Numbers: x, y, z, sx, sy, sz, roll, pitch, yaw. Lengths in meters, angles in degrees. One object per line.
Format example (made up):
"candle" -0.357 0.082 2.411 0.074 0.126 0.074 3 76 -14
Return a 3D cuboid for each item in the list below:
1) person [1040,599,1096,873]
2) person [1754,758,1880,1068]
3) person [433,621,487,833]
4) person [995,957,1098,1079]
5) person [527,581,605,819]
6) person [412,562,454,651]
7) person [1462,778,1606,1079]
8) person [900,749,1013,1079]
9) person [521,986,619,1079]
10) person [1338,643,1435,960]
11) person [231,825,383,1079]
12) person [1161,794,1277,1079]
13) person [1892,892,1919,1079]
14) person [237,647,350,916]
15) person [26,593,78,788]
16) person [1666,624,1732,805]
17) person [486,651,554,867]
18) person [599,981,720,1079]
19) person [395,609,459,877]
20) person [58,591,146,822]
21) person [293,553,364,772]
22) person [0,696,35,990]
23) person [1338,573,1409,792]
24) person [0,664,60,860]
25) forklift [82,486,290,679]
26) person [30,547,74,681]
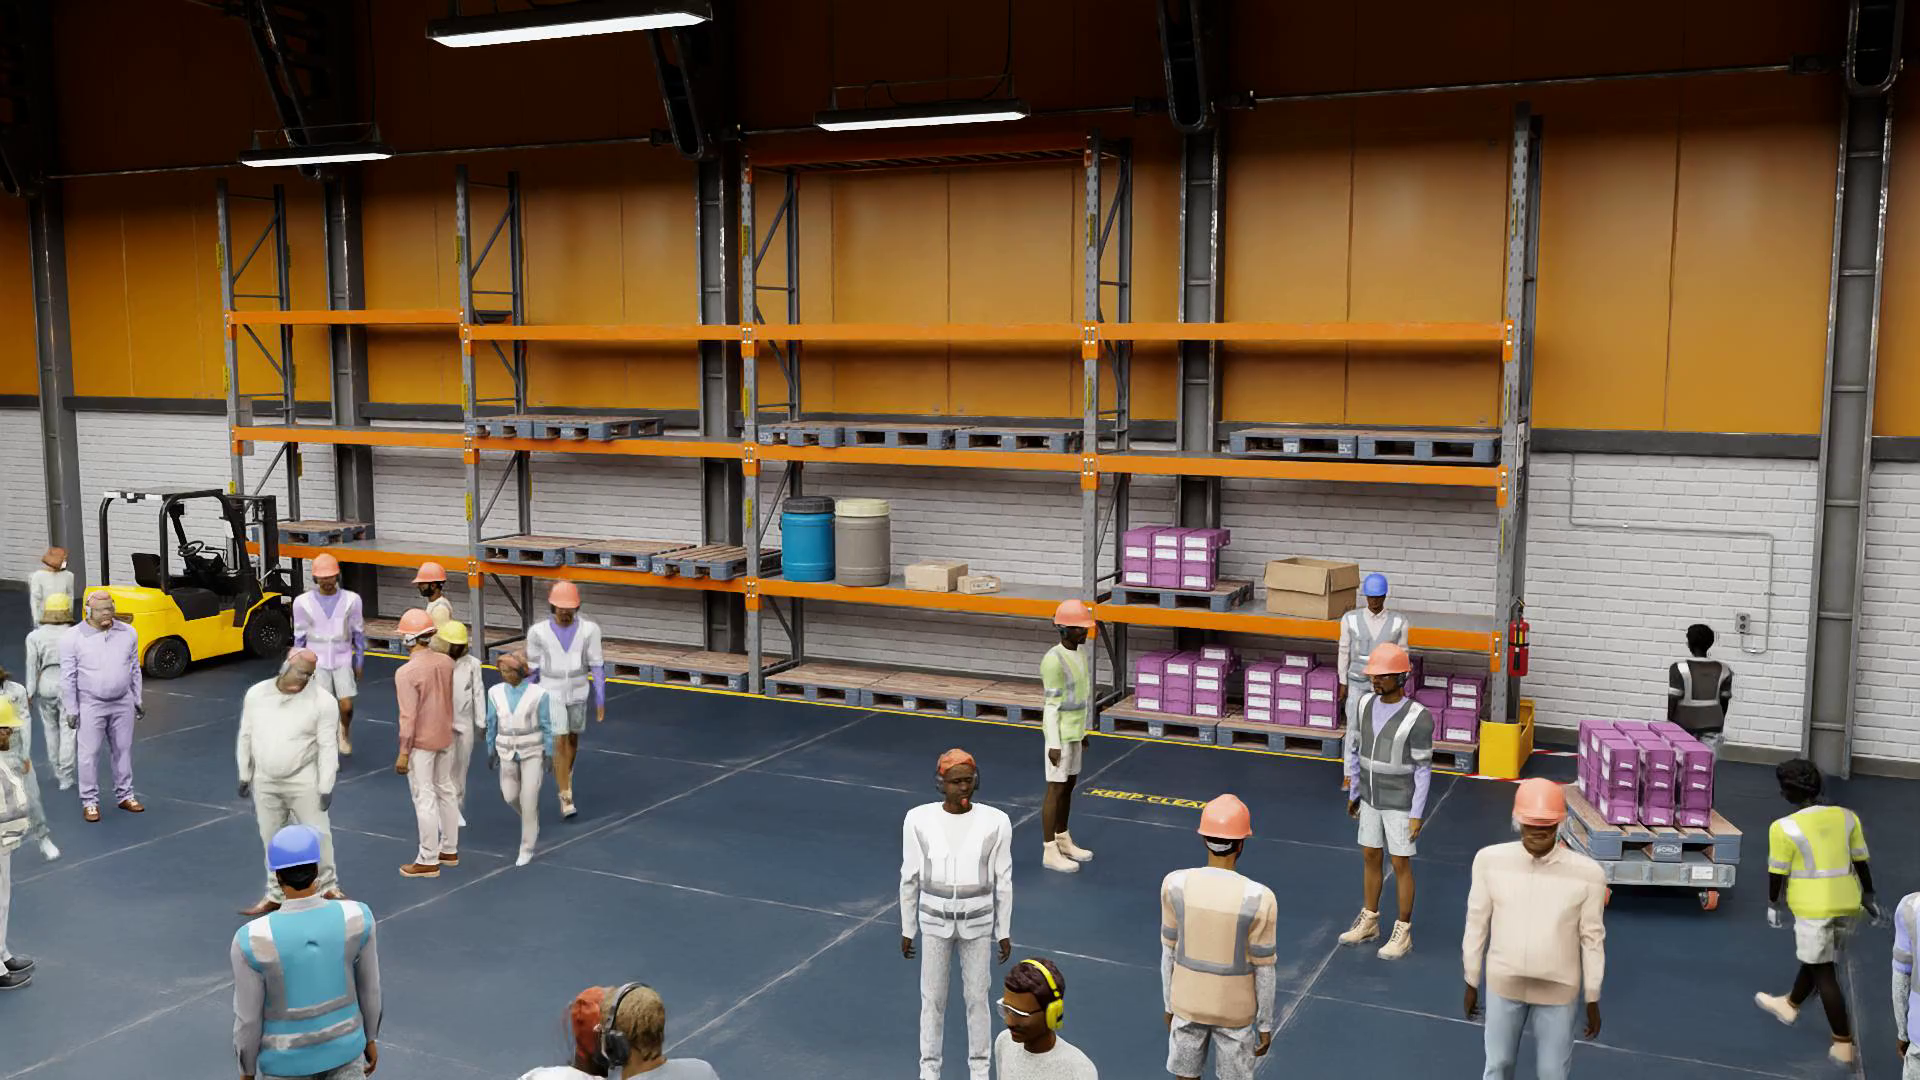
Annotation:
"person" 0.829 1.454 12.532 0.395 2.044 0.609 3 8 26
"person" 4.773 2.035 9.320 0.580 1.641 0.826 -2 7 -13
"person" -4.077 1.506 13.461 0.489 1.710 0.560 -5 9 -36
"person" 0.278 2.360 5.821 0.327 1.859 0.510 -6 9 -39
"person" -3.317 1.311 14.039 0.624 1.973 1.080 -3 7 -21
"person" -4.840 1.165 15.354 0.357 1.938 0.542 -3 7 -22
"person" 2.649 2.078 7.713 0.641 1.996 0.543 3 8 23
"person" -0.021 2.008 8.604 0.584 1.884 0.347 0 7 3
"person" -1.287 2.409 5.508 0.592 1.847 0.911 4 8 30
"person" 2.744 1.671 10.735 0.379 2.045 0.605 -5 8 -35
"person" -2.763 2.169 7.061 0.604 1.938 0.402 -5 9 -37
"person" 1.178 2.114 7.581 0.539 1.929 0.398 3 8 23
"person" 4.305 2.153 7.171 0.351 1.942 0.545 -4 8 -32
"person" -4.626 1.666 11.496 0.742 1.878 0.410 0 7 2
"person" -8.062 1.322 14.939 0.512 1.707 0.825 -2 7 -19
"person" 6.002 1.501 13.659 0.563 1.661 0.697 0 7 1
"person" -3.368 1.633 12.812 0.534 1.612 0.695 1 7 8
"person" -1.015 2.377 5.398 0.387 1.930 0.632 4 8 32
"person" -3.986 1.499 12.357 0.395 1.994 0.612 2 7 18
"person" -7.110 1.365 13.838 0.409 1.906 0.650 6 9 39
"person" -5.827 1.118 15.374 0.616 2.027 0.501 -3 7 -22
"person" -5.924 1.849 10.195 0.403 1.820 0.602 -4 8 -29
"person" 3.623 1.251 14.594 0.605 1.949 0.401 2 7 12
"person" -7.149 1.626 12.444 0.685 1.719 0.509 -4 8 -29
"forklift" -9.426 0.454 20.179 1.214 2.155 2.313 3 8 26
"person" -10.493 0.868 19.189 0.790 1.595 0.522 6 9 41
